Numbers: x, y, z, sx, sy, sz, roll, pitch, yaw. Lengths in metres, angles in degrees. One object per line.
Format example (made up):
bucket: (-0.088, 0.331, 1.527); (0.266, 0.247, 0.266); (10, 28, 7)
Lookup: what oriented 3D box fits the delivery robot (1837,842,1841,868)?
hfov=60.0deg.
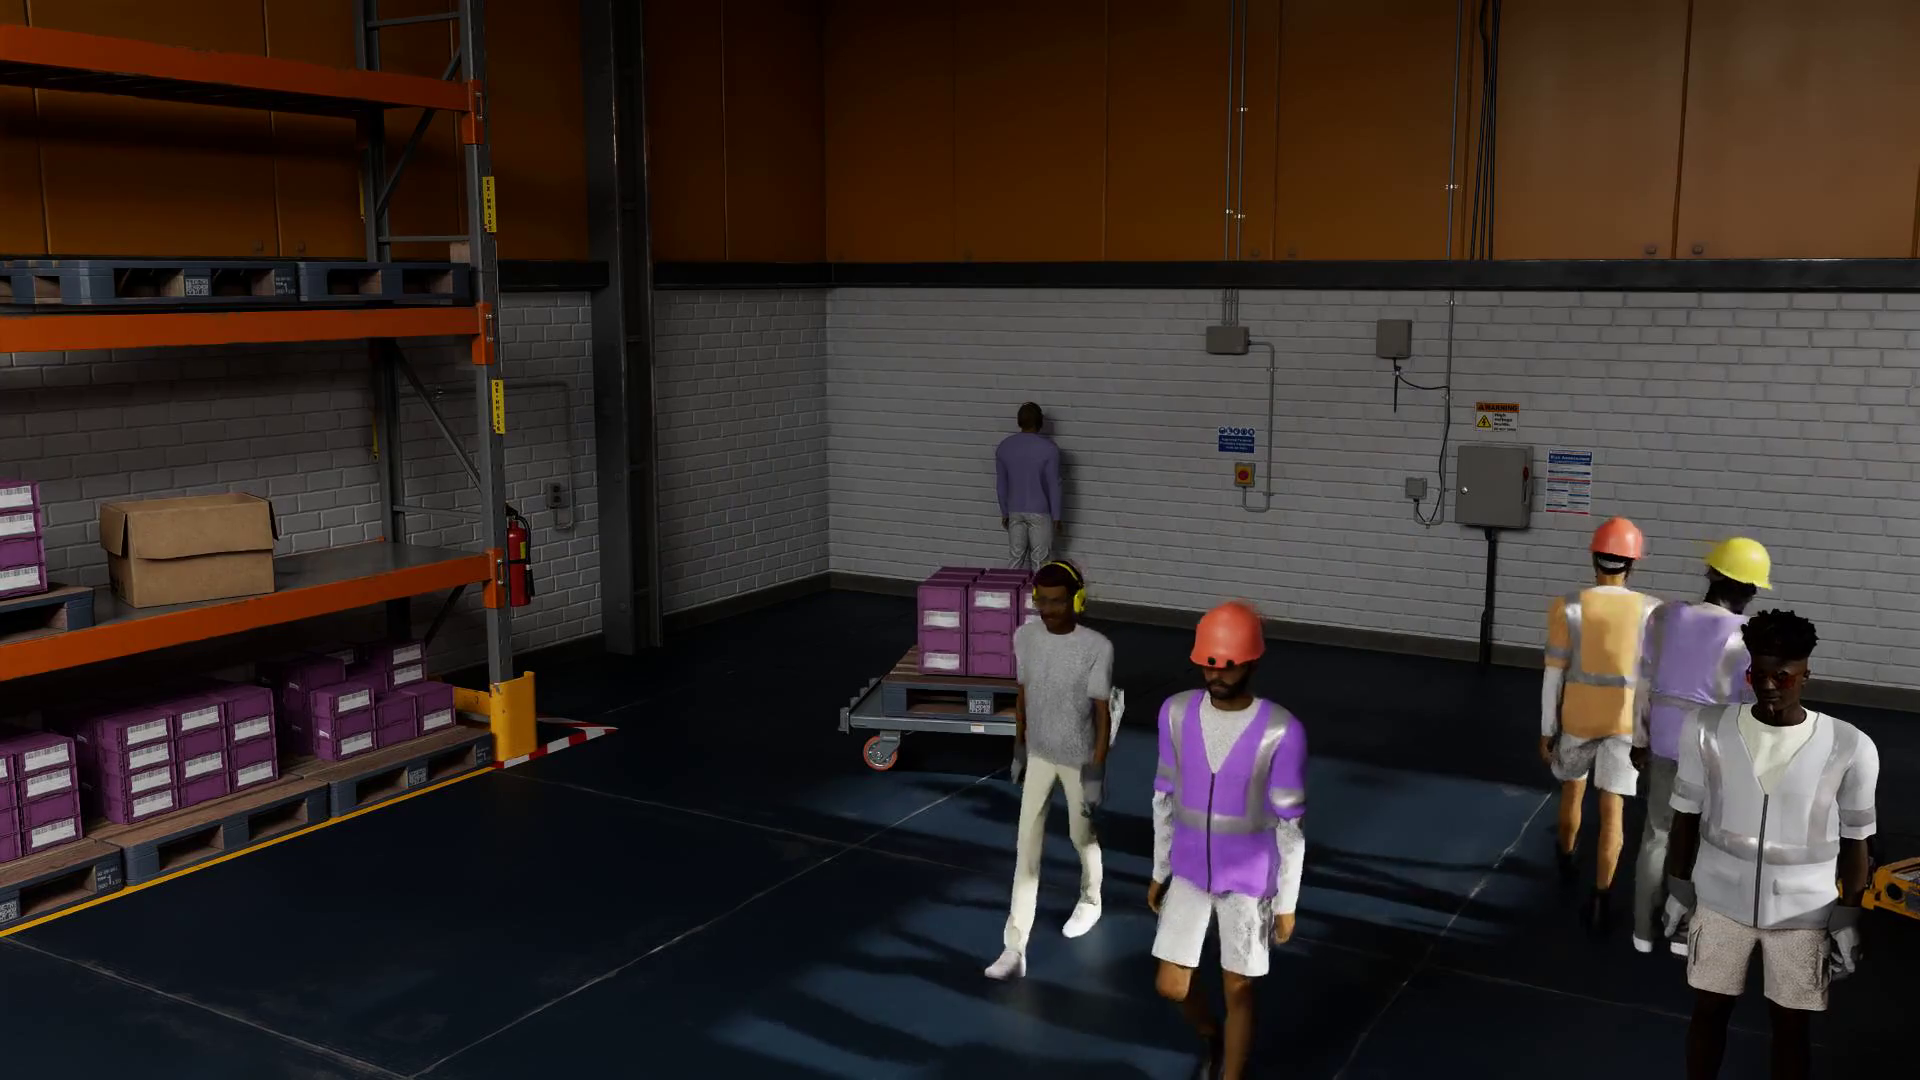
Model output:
delivery robot: (4.203, 1.367, 8.420); (0.477, 0.478, 0.707); (-6, 11, -33)

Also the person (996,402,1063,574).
person: (0.605, -0.220, 14.315); (0.630, 1.940, 0.372); (6, 11, 32)

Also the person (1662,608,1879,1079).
person: (2.634, 1.184, 5.460); (0.611, 1.964, 0.364); (6, 11, 32)

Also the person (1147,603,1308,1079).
person: (0.911, 1.157, 5.748); (0.564, 1.927, 0.423); (5, 11, 30)

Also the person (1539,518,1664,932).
person: (3.044, 0.833, 7.902); (0.556, 1.885, 0.965); (3, 9, 16)

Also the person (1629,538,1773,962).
person: (3.244, 0.926, 7.345); (0.476, 1.888, 0.627); (-7, 12, -39)

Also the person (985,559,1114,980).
person: (0.424, 0.973, 7.298); (0.527, 1.808, 1.024); (4, 10, 26)

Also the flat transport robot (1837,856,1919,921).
flat transport robot: (4.833, 1.695, 7.548); (0.652, 0.197, 1.431); (-5, 10, -28)
